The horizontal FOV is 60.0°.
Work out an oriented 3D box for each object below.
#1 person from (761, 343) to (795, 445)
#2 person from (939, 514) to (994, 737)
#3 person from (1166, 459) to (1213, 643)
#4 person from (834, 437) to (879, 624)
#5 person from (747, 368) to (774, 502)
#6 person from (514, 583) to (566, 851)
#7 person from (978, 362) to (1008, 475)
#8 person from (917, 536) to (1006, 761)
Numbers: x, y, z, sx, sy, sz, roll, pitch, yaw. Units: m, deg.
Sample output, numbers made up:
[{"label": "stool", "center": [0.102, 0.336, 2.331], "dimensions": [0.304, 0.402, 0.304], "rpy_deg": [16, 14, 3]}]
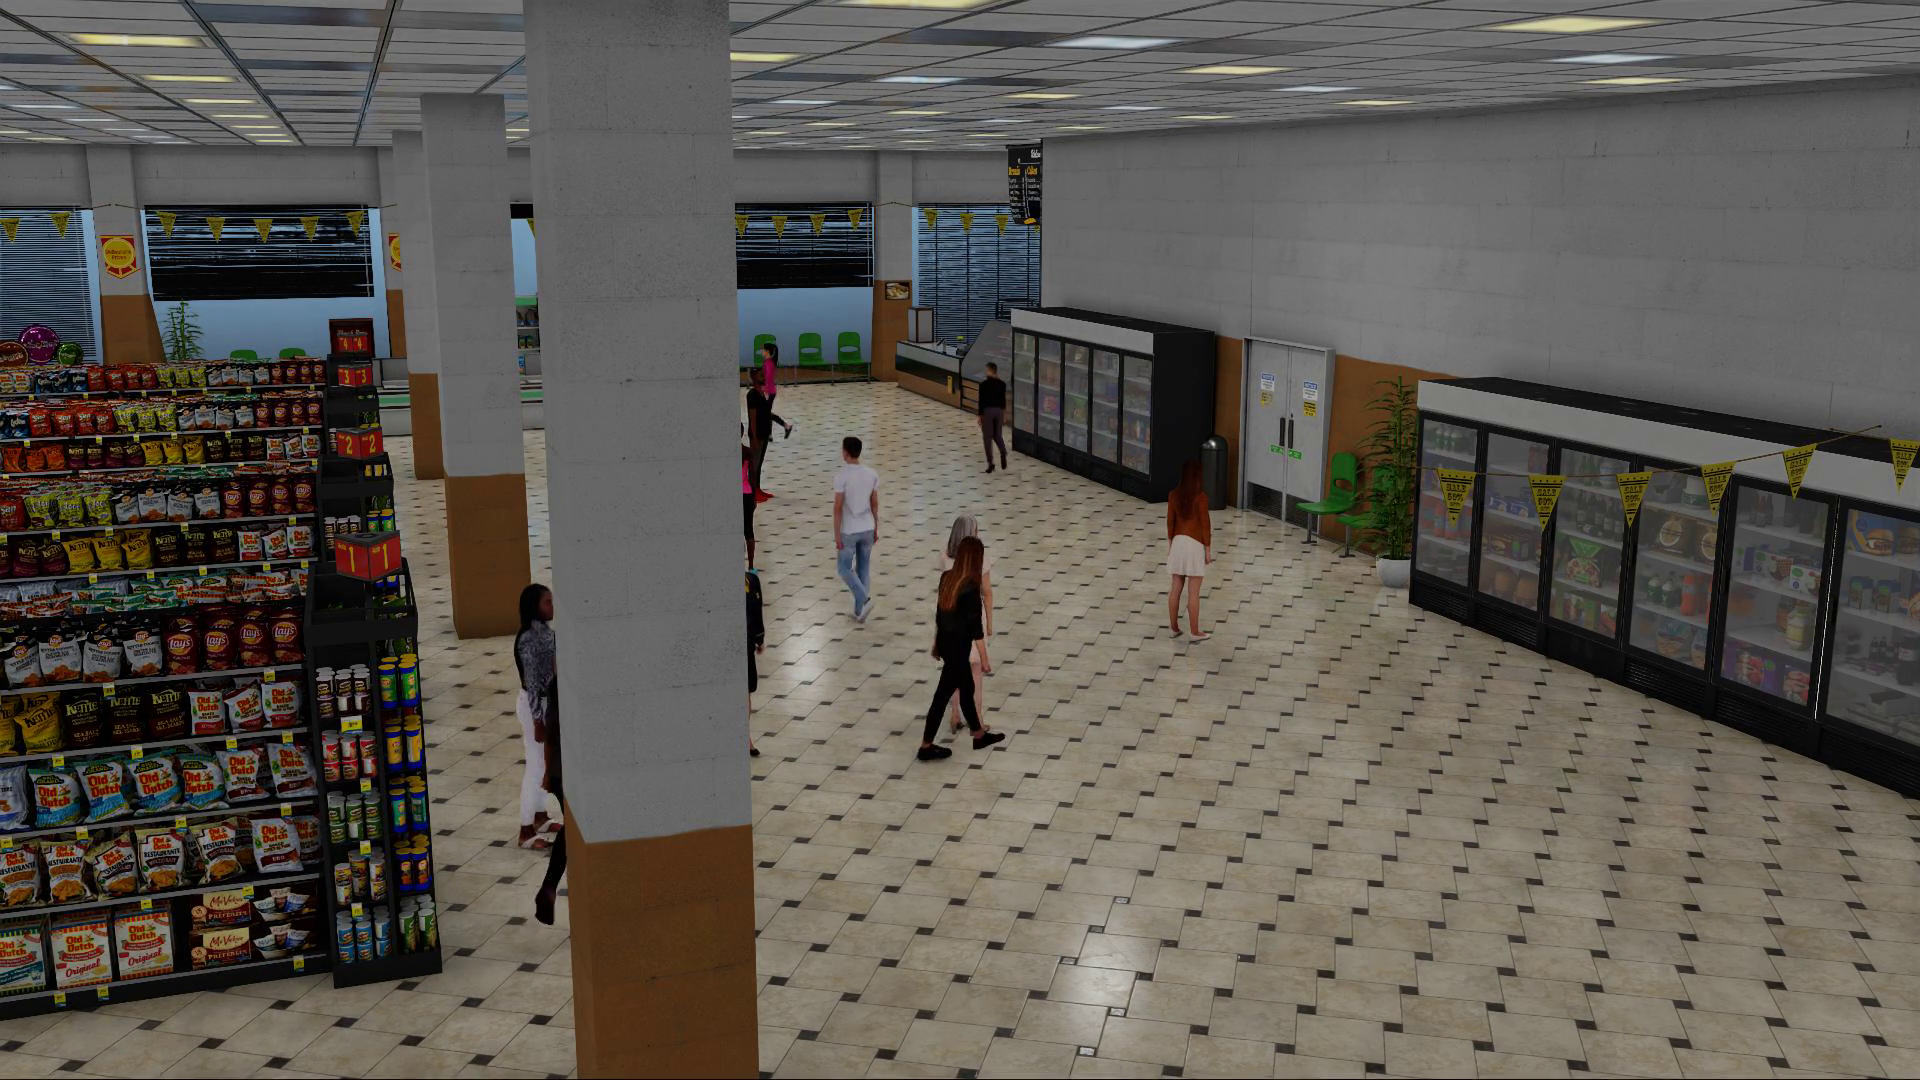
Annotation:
[{"label": "person", "center": [-3.077, -2.414, 27.571], "dimensions": [0.896, 1.688, 0.701], "rpy_deg": [-1, 12, -5]}, {"label": "person", "center": [0.051, 0.652, 12.895], "dimensions": [0.683, 1.736, 0.745], "rpy_deg": [5, 13, 24]}, {"label": "person", "center": [2.141, 0.086, 15.613], "dimensions": [0.704, 1.723, 0.725], "rpy_deg": [9, 15, 38]}, {"label": "person", "center": [-0.943, -0.057, 16.020], "dimensions": [0.946, 1.835, 0.870], "rpy_deg": [-8, 14, -34]}, {"label": "person", "center": [-2.765, -1.453, 22.727], "dimensions": [0.713, 1.804, 0.717], "rpy_deg": [2, 12, 10]}, {"label": "person", "center": [-2.712, 1.118, 10.716], "dimensions": [0.656, 1.721, 0.663], "rpy_deg": [1, 12, 5]}, {"label": "person", "center": [0.524, -1.792, 24.678], "dimensions": [0.684, 1.663, 0.730], "rpy_deg": [-7, 14, -29]}, {"label": "person", "center": [-0.126, 0.831, 12.209], "dimensions": [0.978, 1.668, 0.678], "rpy_deg": [-6, 13, -27]}]
